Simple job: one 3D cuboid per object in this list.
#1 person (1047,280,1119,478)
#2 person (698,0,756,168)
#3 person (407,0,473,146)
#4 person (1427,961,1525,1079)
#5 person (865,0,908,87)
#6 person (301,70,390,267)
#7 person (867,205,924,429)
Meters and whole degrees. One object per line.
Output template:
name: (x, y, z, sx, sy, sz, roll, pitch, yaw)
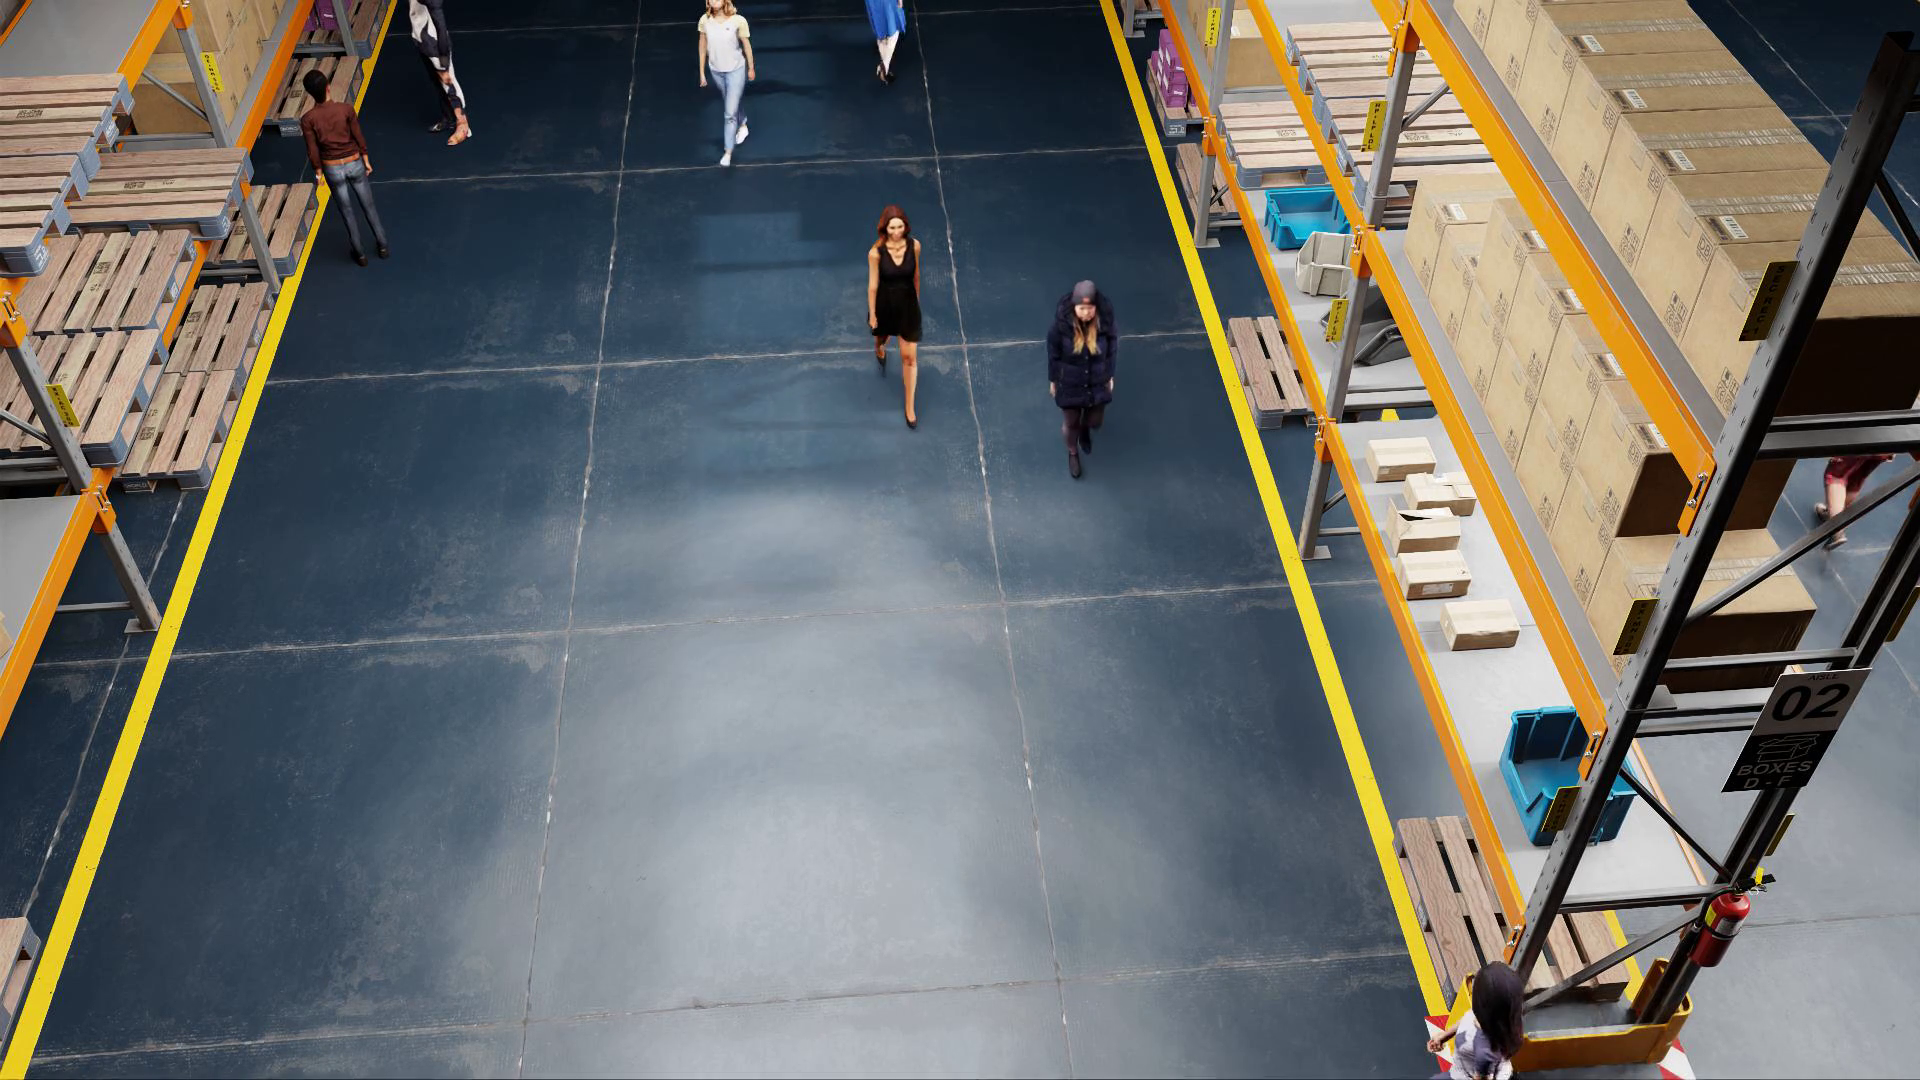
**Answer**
person: (0.885, -1.232, 12.176, 0.672, 1.671, 0.710, -2, 44, -3)
person: (-2.138, -4.392, 15.490, 0.864, 1.675, 1.195, 8, 44, 8)
person: (-4.931, -4.651, 15.604, 0.834, 1.893, 0.727, -29, 51, -27)
person: (2.589, 2.661, 8.095, 1.047, 1.663, 1.082, 21, 47, 20)
person: (-0.815, -5.276, 16.324, 0.783, 1.805, 0.891, 15, 46, 15)
person: (-5.221, -3.144, 14.105, 0.712, 1.778, 0.673, -21, 48, -21)
person: (-0.521, -1.780, 12.659, 0.773, 1.798, 1.198, -12, 45, -13)
